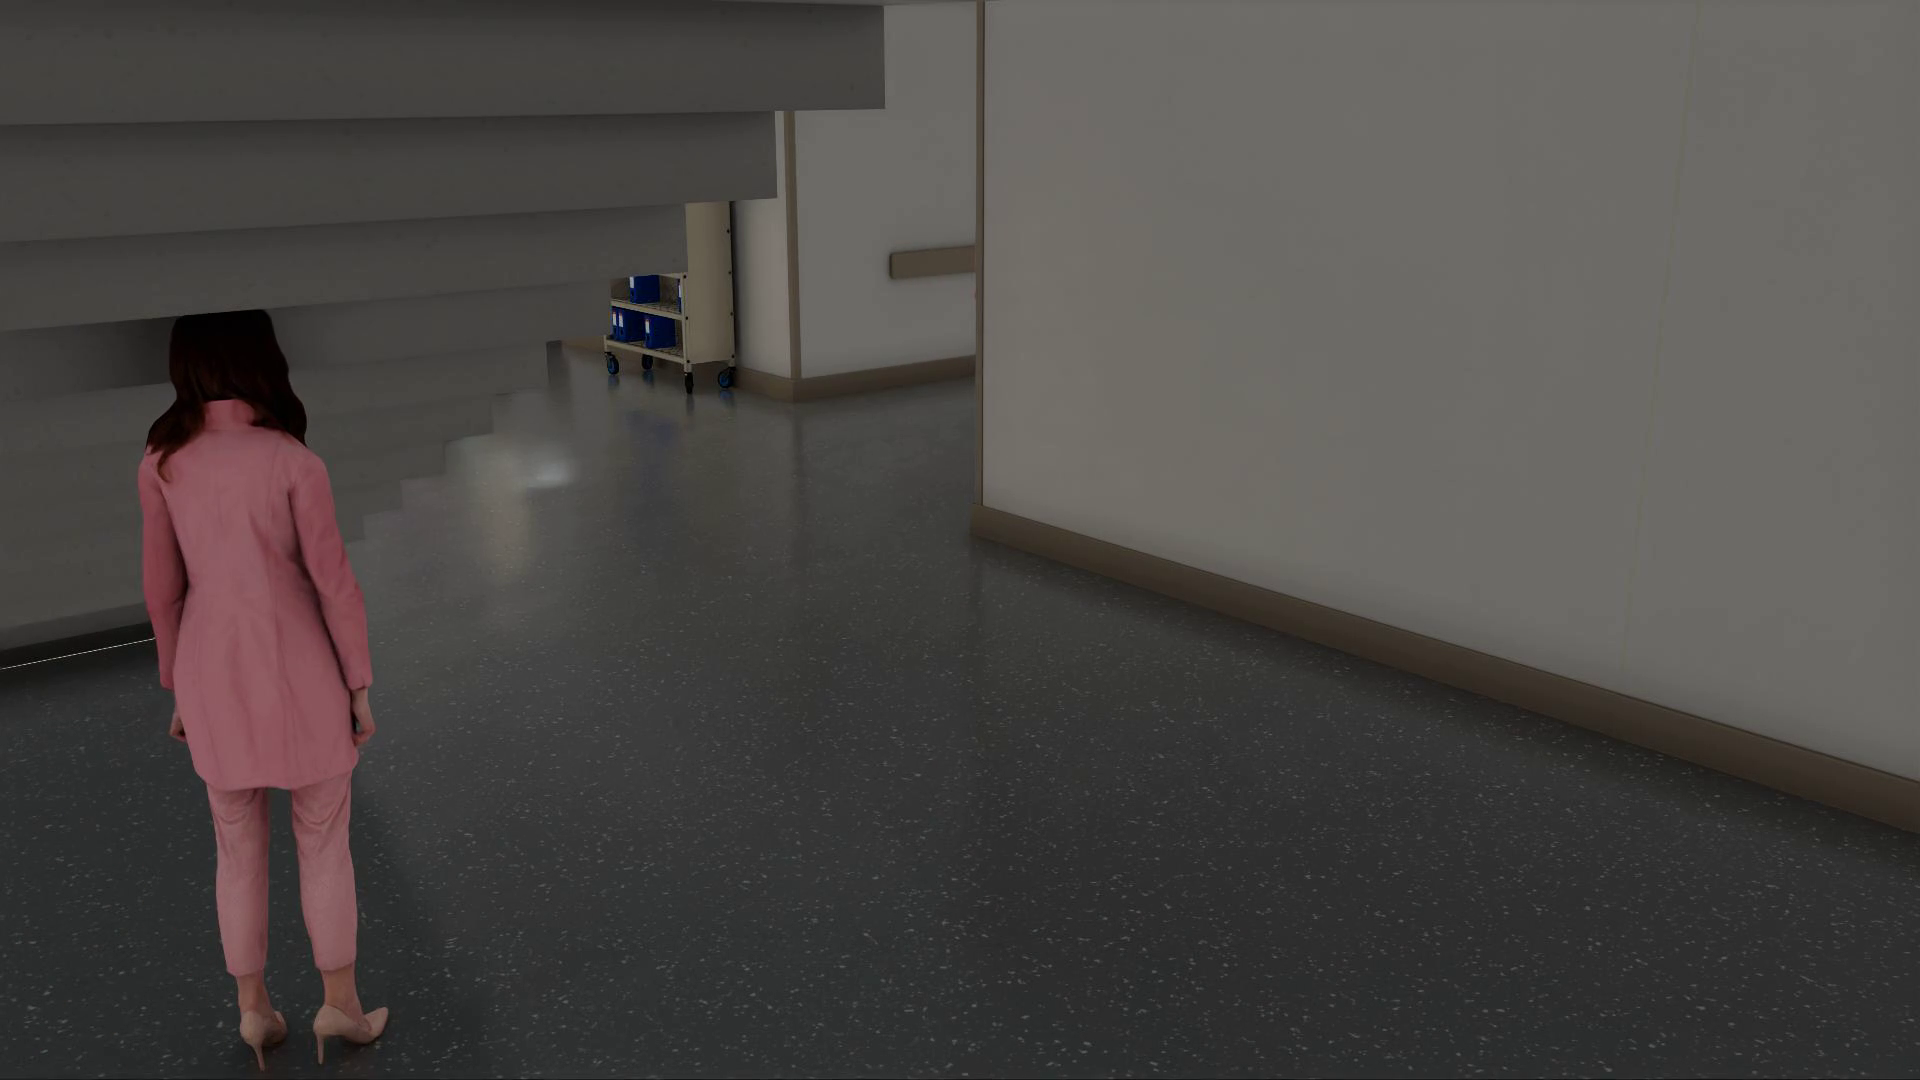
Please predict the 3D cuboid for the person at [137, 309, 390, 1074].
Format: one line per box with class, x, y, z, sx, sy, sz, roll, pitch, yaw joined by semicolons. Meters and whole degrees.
person;-1.591;0.356;3.788;0.694;1.801;0.729;0;16;-1
